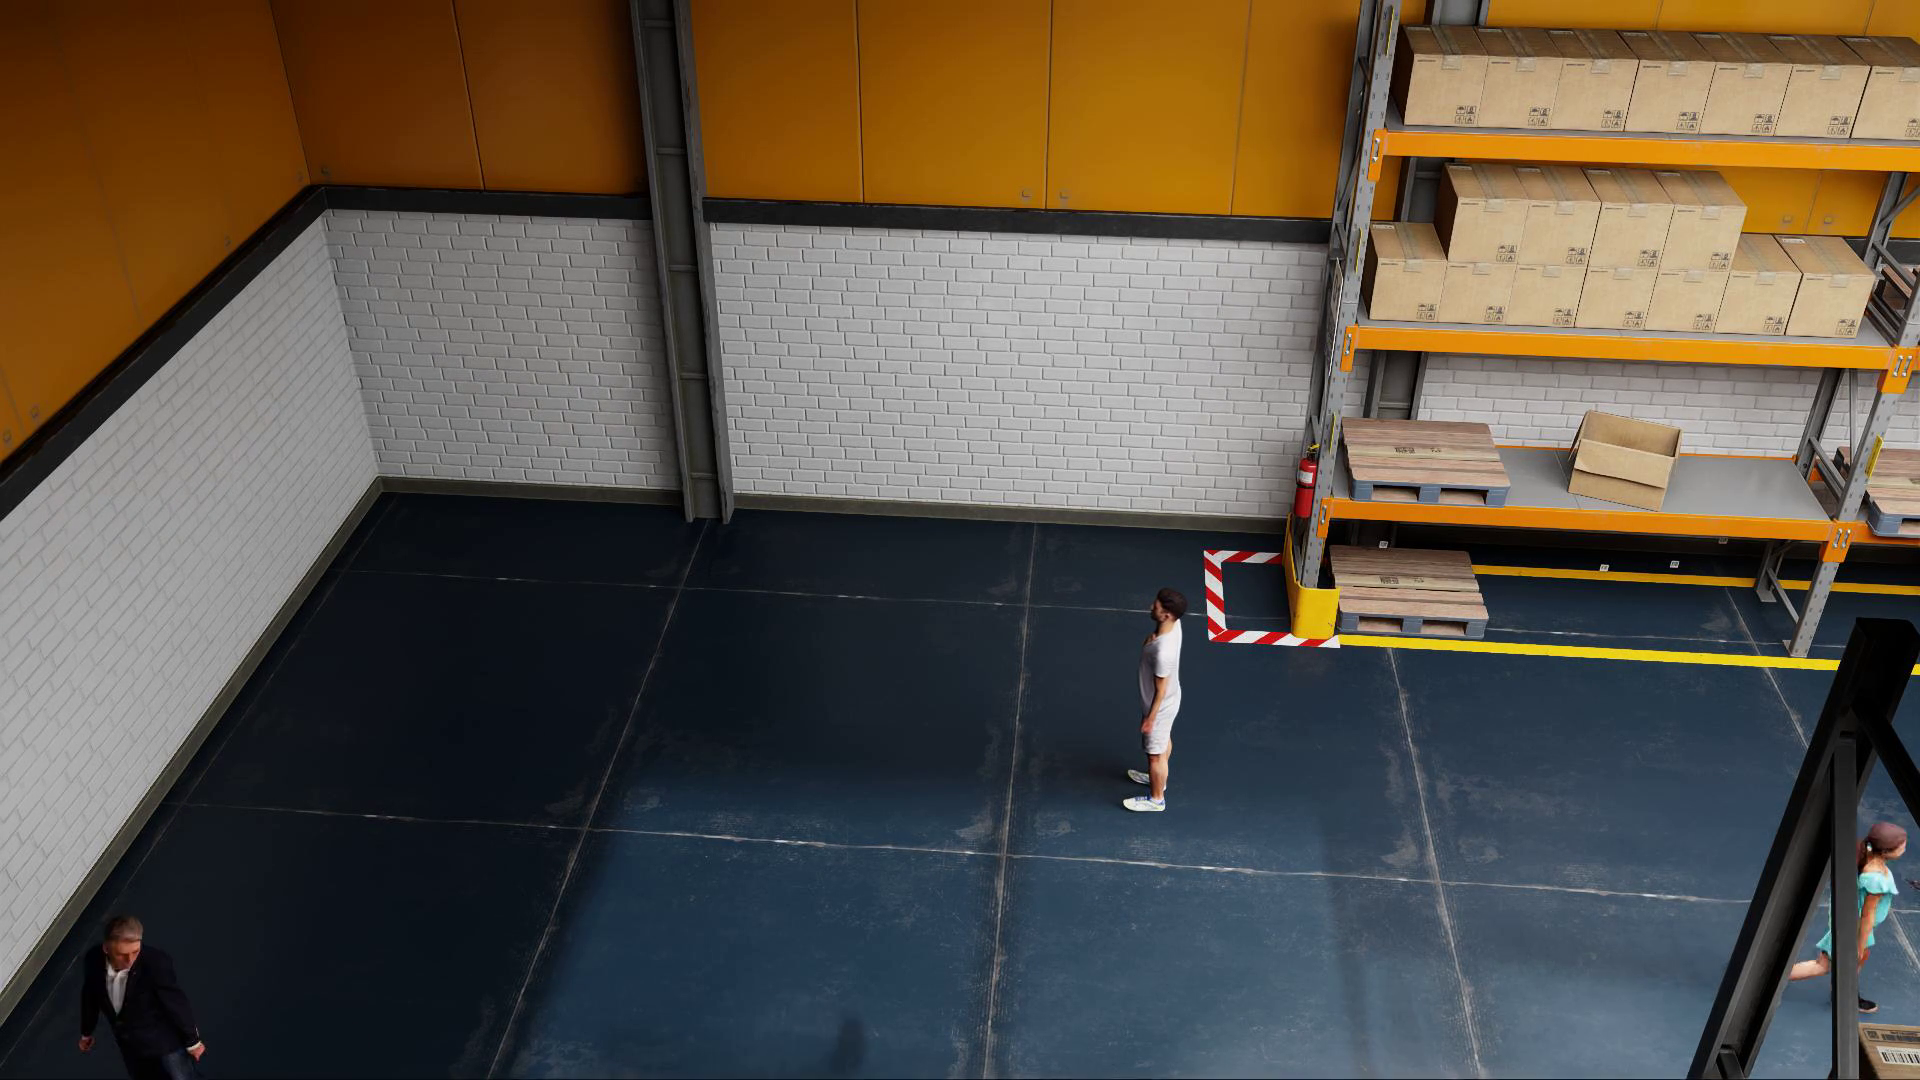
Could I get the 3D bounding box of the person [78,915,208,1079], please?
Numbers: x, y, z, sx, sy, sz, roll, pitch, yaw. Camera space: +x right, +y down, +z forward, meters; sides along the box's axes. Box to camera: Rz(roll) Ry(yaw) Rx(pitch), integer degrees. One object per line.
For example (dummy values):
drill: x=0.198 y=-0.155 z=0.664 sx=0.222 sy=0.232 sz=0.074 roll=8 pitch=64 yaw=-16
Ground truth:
person: x=-4.542 y=2.717 z=9.291 sx=0.648 sy=1.788 sz=0.933 roll=17 pitch=37 yaw=24

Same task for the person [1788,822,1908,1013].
person: x=5.351 y=2.316 z=10.123 sx=1.046 sy=1.536 sz=0.633 roll=7 pitch=34 yaw=10

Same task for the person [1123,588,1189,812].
person: x=1.402 y=1.107 z=11.653 sx=0.603 sy=1.856 sz=0.700 roll=7 pitch=34 yaw=10
